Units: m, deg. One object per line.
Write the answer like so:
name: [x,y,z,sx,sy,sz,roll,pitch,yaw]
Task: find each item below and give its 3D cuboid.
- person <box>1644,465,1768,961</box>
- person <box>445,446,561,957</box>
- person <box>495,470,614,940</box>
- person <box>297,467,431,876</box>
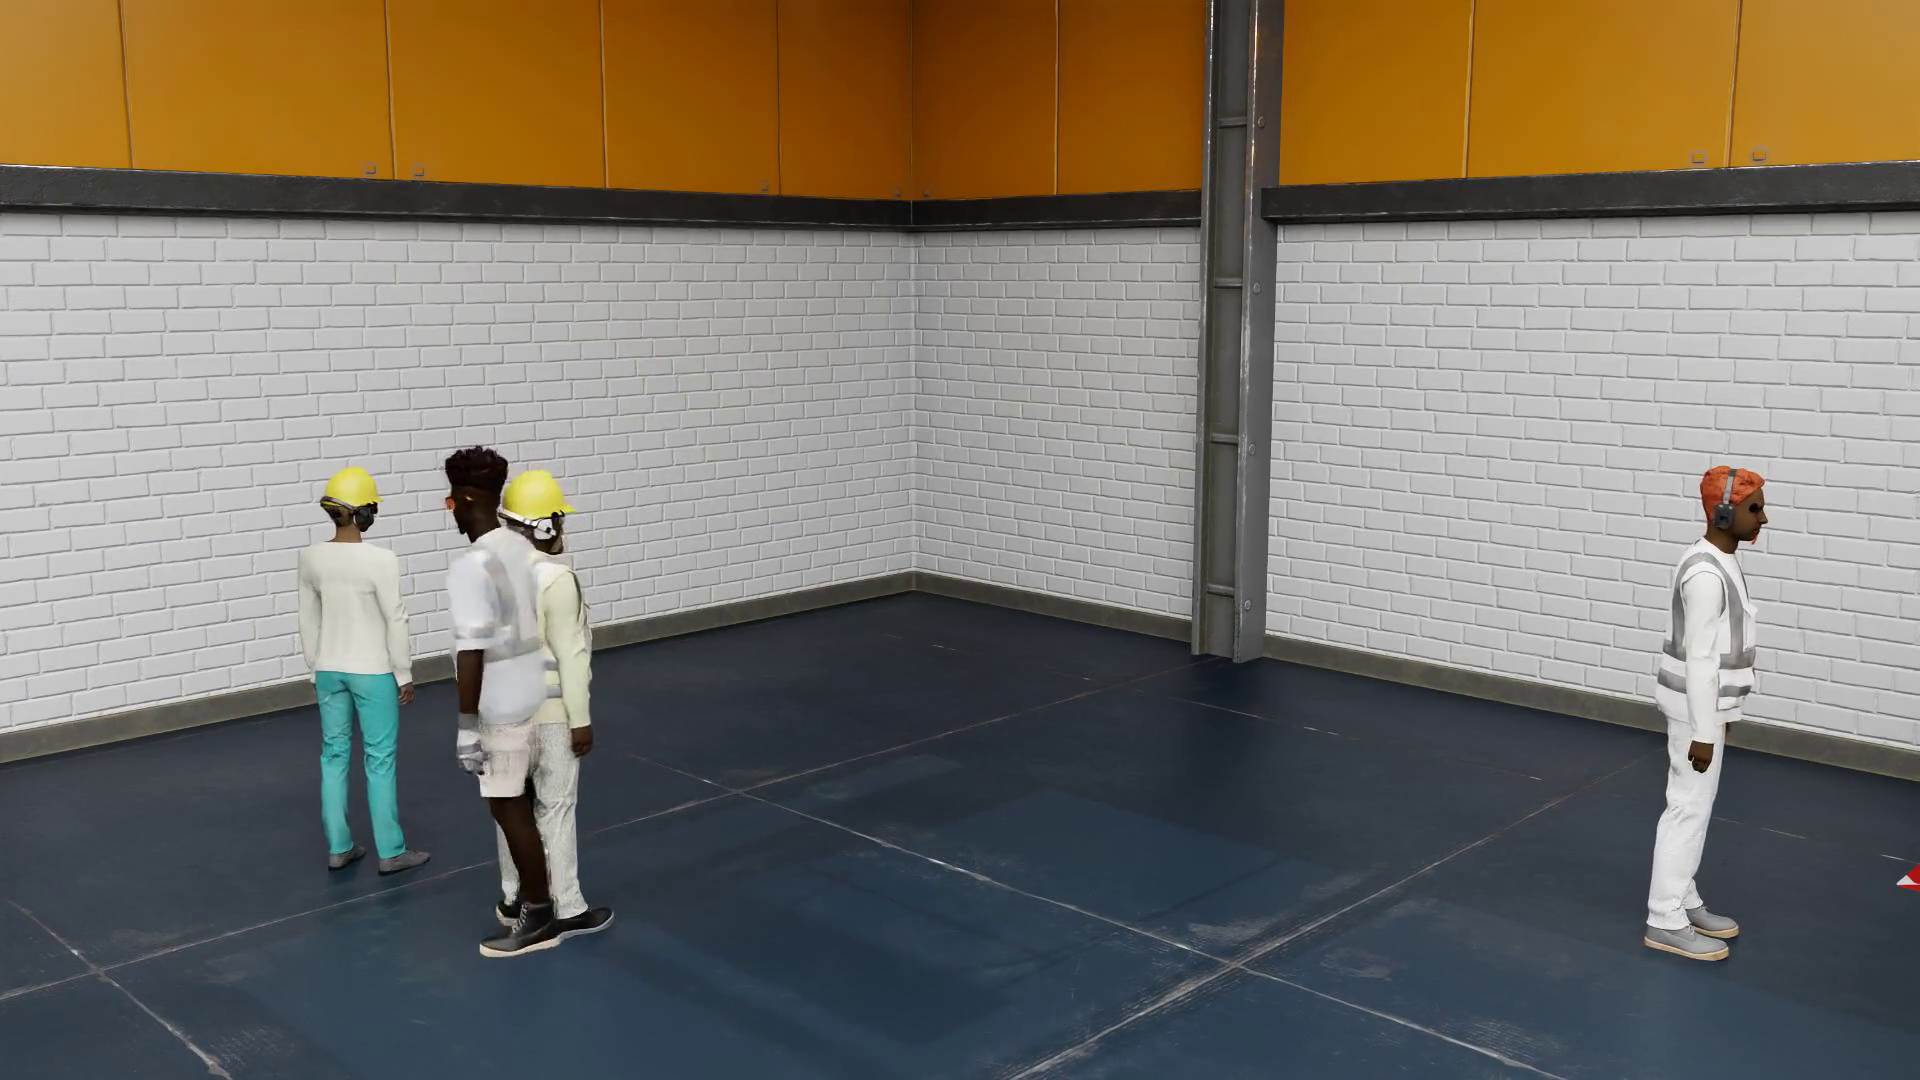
person: [2.840,0.651,6.342,0.351,1.878,0.568,5,10,27]
person: [-1.737,0.617,6.345,0.423,1.939,0.656,1,9,9]
person: [-1.644,0.640,6.521,0.588,1.835,0.404,7,12,38]
person: [-2.589,0.566,7.178,0.523,1.769,0.323,3,10,18]
